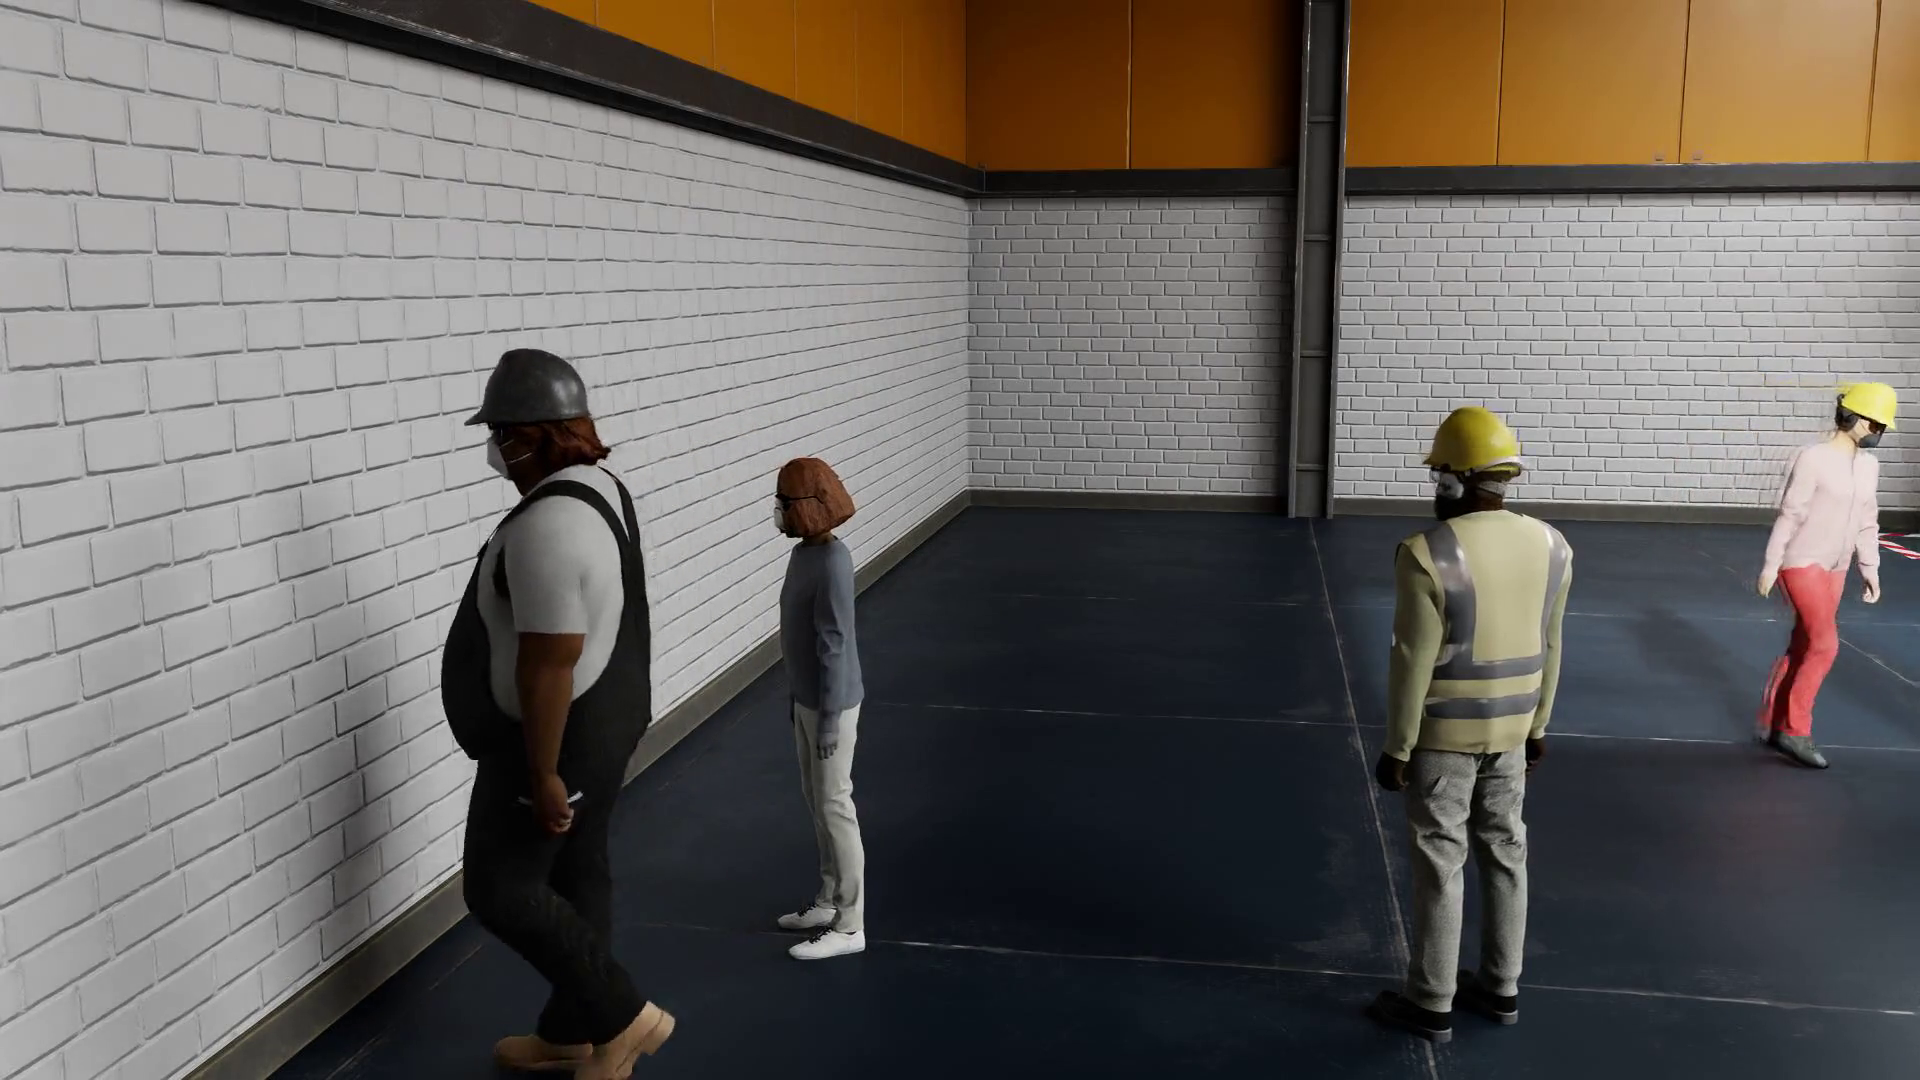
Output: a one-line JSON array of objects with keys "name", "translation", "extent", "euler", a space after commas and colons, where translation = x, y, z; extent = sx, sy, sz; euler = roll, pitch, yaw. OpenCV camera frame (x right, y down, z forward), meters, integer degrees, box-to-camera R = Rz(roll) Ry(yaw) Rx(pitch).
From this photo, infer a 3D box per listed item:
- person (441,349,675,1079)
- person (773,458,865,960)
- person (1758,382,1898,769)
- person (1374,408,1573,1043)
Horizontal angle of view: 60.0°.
[{"name": "person", "translation": [-1.099, 0.490, 4.447], "extent": [0.545, 2.000, 0.688], "euler": [1, 9, 6]}, {"name": "person", "translation": [-0.464, 0.541, 5.422], "extent": [0.282, 1.624, 0.493], "euler": [-3, 10, -20]}, {"name": "person", "translation": [3.910, 0.153, 7.490], "extent": [0.597, 1.719, 0.593], "euler": [-5, 10, -28]}, {"name": "person", "translation": [1.458, 0.533, 4.824], "extent": [0.601, 1.829, 0.404], "euler": [-4, 10, -24]}]
